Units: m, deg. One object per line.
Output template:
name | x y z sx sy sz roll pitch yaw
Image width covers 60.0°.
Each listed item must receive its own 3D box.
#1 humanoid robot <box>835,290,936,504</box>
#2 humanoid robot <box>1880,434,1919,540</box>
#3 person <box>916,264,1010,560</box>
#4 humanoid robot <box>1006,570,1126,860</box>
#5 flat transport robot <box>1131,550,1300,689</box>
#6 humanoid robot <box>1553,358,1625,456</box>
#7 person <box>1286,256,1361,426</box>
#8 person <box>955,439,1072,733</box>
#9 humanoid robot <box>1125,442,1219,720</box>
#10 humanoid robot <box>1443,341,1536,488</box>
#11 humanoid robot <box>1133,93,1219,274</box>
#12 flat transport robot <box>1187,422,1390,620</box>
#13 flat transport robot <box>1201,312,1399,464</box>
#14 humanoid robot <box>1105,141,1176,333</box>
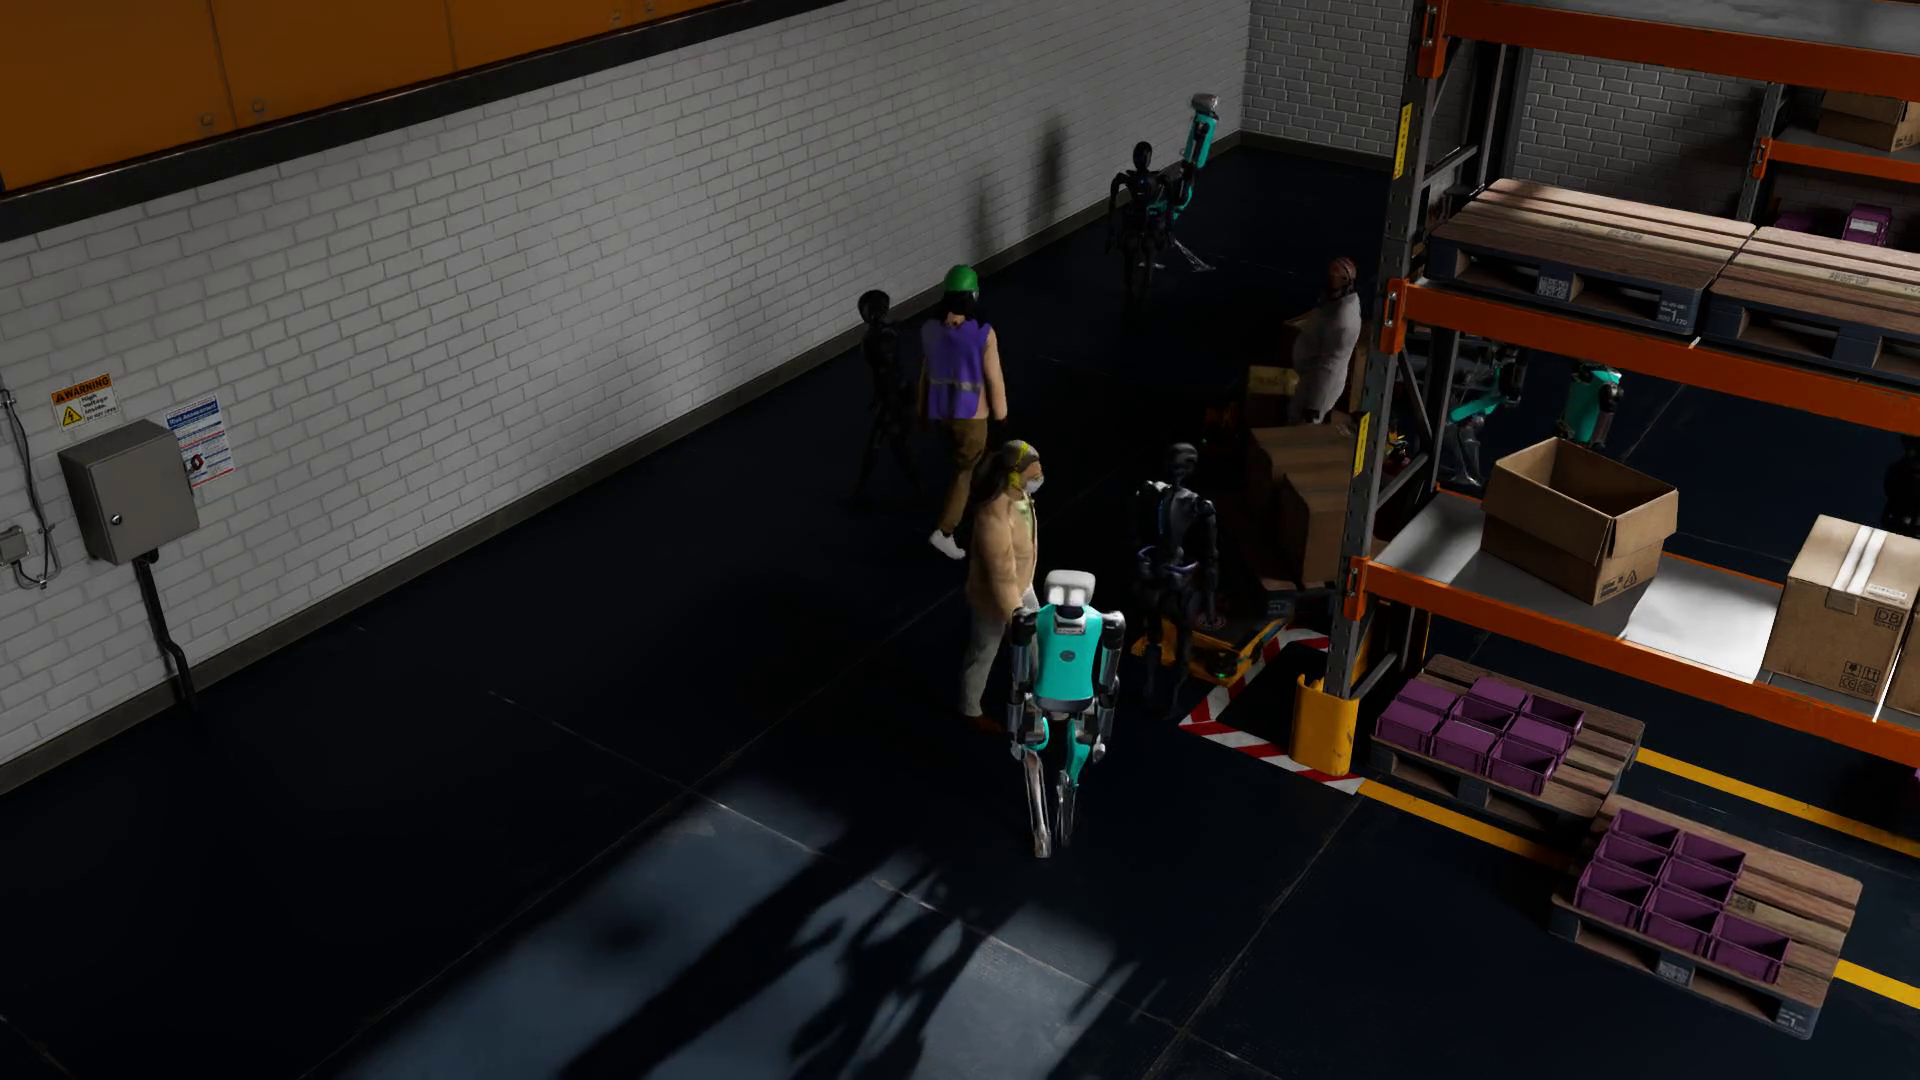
humanoid robot | -0.510 -0.925 11.276 0.716 1.633 0.616 -8 31 -13
humanoid robot | 5.458 0.060 9.550 0.671 1.637 0.612 10 31 17
person | -0.012 -0.844 10.895 0.575 1.879 0.928 16 33 25
humanoid robot | 0.485 0.888 8.152 0.549 1.909 0.714 0 30 1
flat transport robot | 1.698 0.424 10.305 0.659 0.231 1.431 19 35 30
humanoid robot | 3.548 -0.351 10.240 0.750 1.853 0.542 -2 30 -3
person | 2.394 -1.079 11.304 0.528 1.870 0.697 9 31 14
person | 0.356 0.314 8.911 0.874 1.842 0.564 13 33 22
humanoid robot | 1.172 0.232 9.233 0.613 1.639 0.338 22 37 33
humanoid robot | 3.625 -1.110 11.598 0.773 1.881 0.534 3 30 5
humanoid robot | 1.912 -3.198 15.127 0.982 1.738 0.531 7 31 13
flat transport robot | 2.230 0.244 10.616 1.431 0.231 0.659 -4 30 -7
flat transport robot | 2.545 -0.802 12.431 1.431 0.231 0.659 5 30 9
humanoid robot | 1.565 -2.665 14.323 0.615 1.629 0.815 3 30 6
